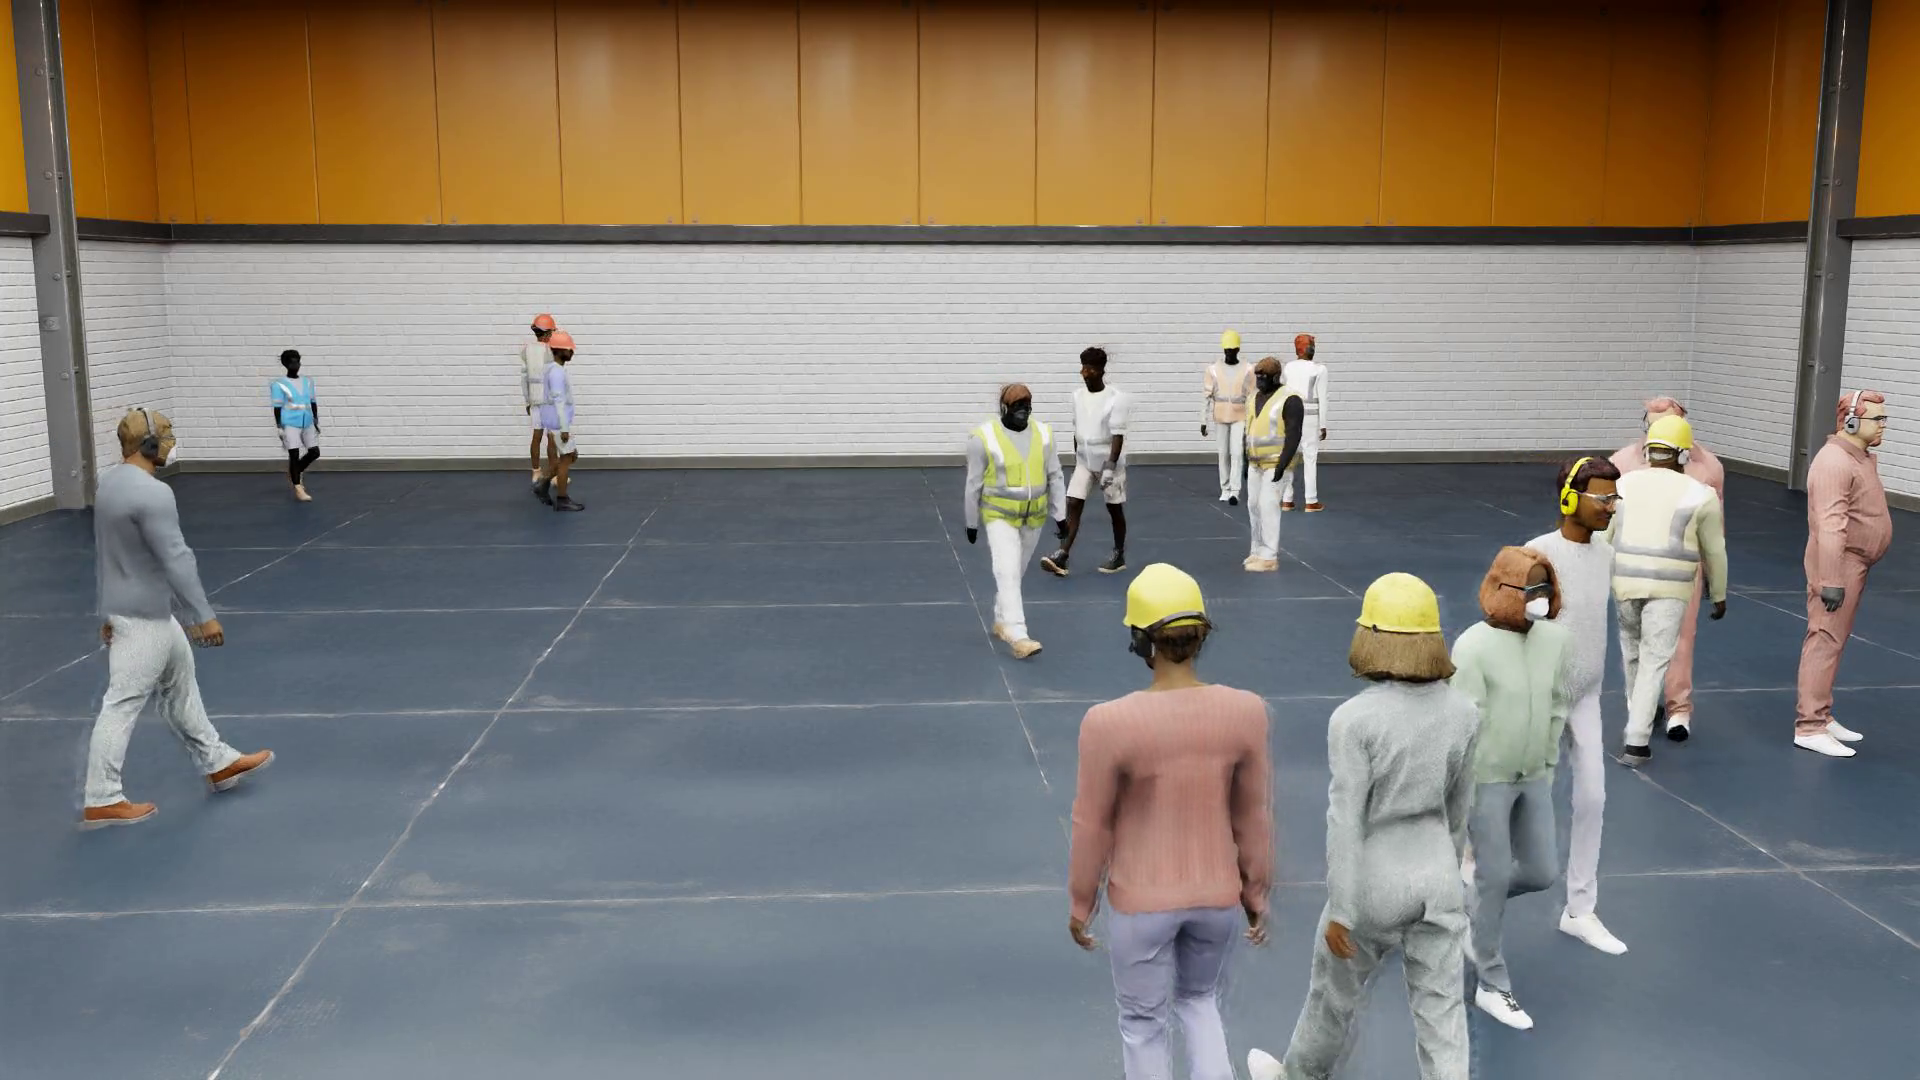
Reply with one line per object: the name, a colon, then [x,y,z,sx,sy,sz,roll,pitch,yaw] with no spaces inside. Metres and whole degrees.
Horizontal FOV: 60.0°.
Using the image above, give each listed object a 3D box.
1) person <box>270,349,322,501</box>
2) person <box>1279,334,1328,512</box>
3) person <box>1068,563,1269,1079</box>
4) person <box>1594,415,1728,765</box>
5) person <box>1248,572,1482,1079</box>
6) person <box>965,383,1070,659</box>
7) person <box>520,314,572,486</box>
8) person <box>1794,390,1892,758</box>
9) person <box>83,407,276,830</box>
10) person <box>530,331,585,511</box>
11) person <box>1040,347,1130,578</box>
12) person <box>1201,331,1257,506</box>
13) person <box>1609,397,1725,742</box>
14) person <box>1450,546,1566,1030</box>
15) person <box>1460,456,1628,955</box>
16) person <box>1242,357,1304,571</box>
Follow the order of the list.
person: [-7.389,-1.278,18.472,0.480,1.684,0.551,7,11,35]
person: [3.613,-1.234,17.606,0.574,1.881,0.357,6,11,32]
person: [0.548,0.933,4.390,0.536,1.751,0.374,-3,10,-18]
person: [3.642,0.242,8.689,0.621,1.776,0.944,8,12,41]
person: [1.155,0.926,4.584,0.511,1.697,0.876,-3,10,-19]
person: [0.369,-0.141,11.044,0.627,1.795,0.977,-4,10,-26]
person: [-4.923,-1.665,19.801,0.615,2.042,0.372,5,10,27]
person: [4.652,0.166,8.738,0.401,1.907,0.648,6,11,34]
person: [-3.654,0.339,7.700,0.983,1.893,0.656,-7,12,-39]
person: [-4.240,-1.246,17.561,0.483,1.918,0.564,-3,9,-16]
person: [1.084,-0.627,13.703,0.610,1.904,1.005,7,12,39]
person: [2.920,-1.314,18.100,0.605,1.882,0.922,3,10,19]
person: [3.848,0.140,9.130,0.646,1.837,1.068,3,9,17]
person: [1.813,0.805,5.639,0.505,1.617,0.472,-4,10,-25]
person: [2.239,0.578,6.365,0.523,1.844,0.800,-4,10,-23]
person: [2.629,-0.630,14.068,0.457,1.809,0.669,-5,10,-29]
